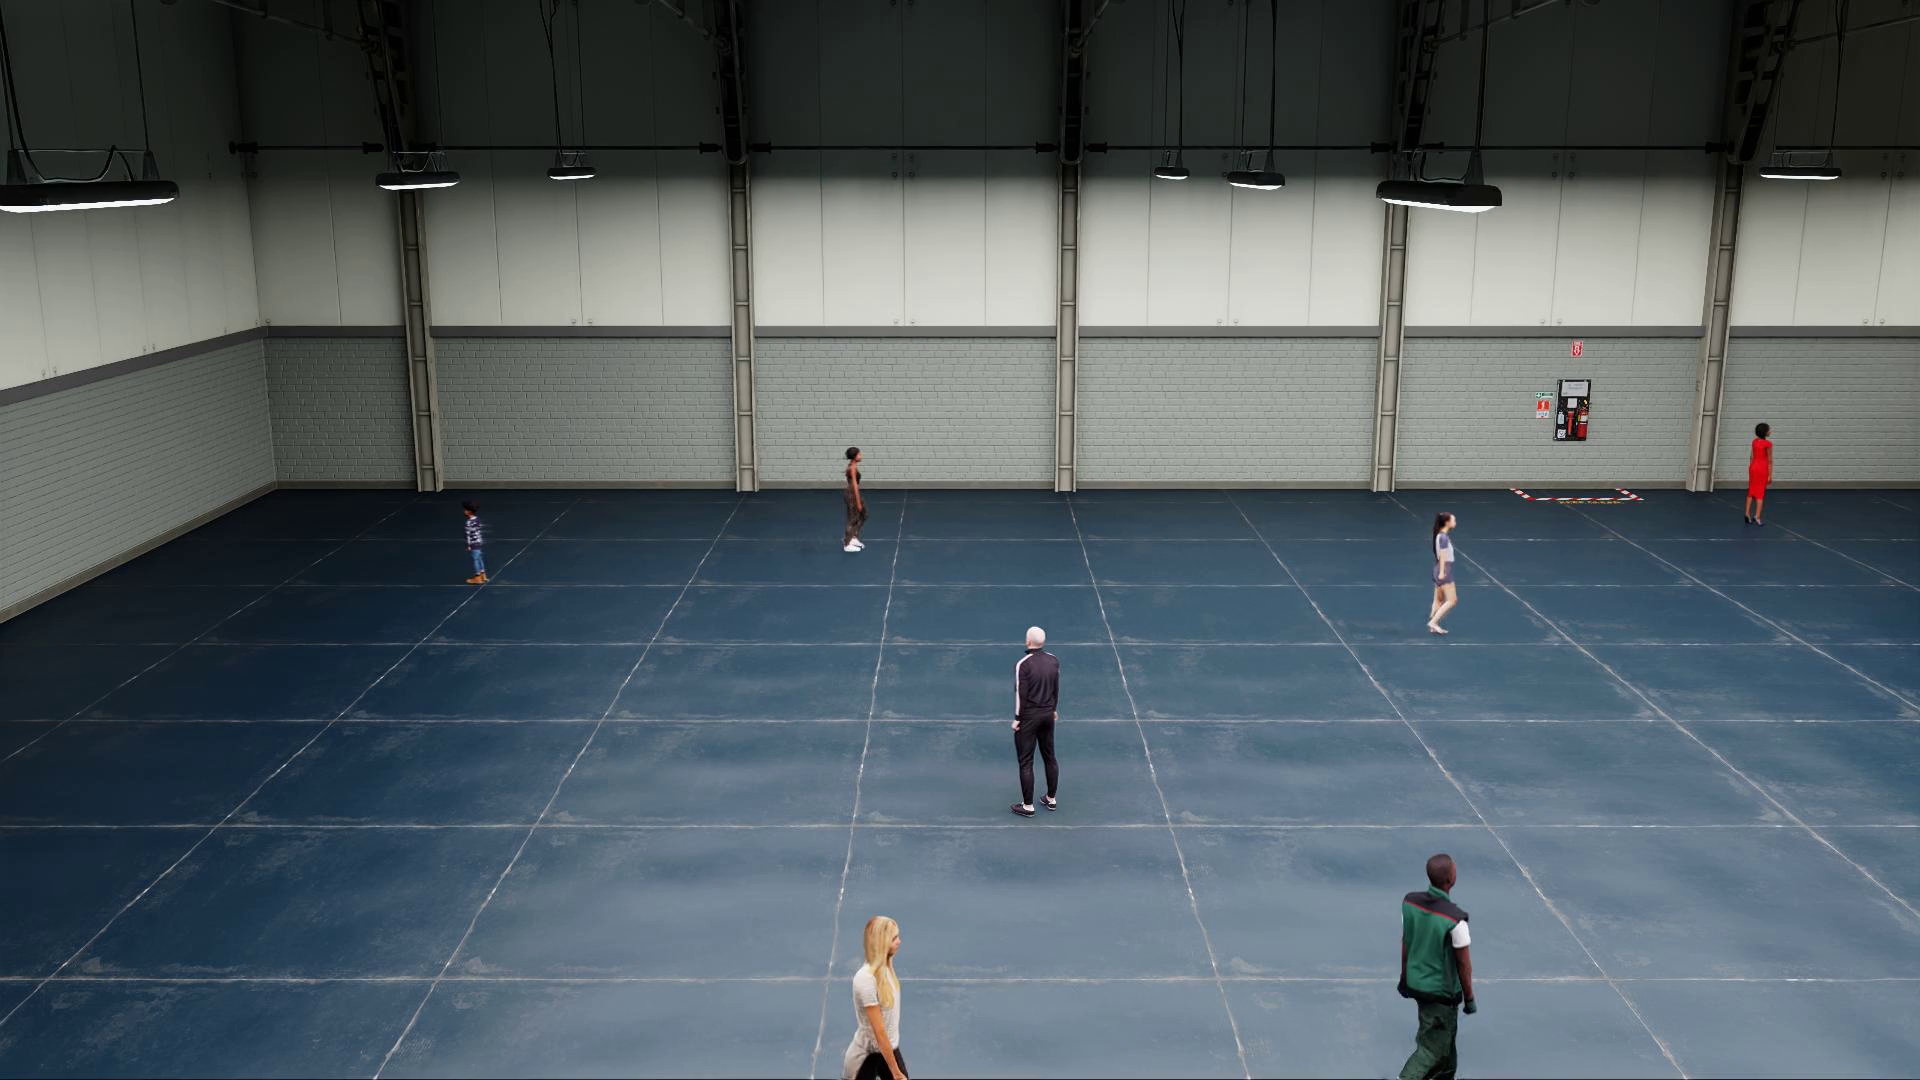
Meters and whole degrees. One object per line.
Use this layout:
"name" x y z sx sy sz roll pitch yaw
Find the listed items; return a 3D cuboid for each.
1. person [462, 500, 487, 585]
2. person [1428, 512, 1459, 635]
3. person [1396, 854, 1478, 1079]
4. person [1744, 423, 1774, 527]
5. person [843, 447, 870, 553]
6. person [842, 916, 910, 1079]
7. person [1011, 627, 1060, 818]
"person" -7.171 0.018 24.518 0.485 1.245 0.510 1 13 6
"person" 6.241 0.445 21.794 0.608 1.642 0.641 2 13 9
"person" 3.011 2.926 10.702 1.263 1.811 1.010 -6 14 -25
"person" 13.621 -1.128 28.360 0.629 1.743 0.645 -5 14 -21
"person" -1.782 -0.637 26.360 0.621 1.689 0.585 1 13 4
"person" -0.626 3.111 9.954 1.090 1.788 0.792 4 14 16
"person" 0.726 1.719 15.860 0.733 1.836 0.834 -9 16 -35
